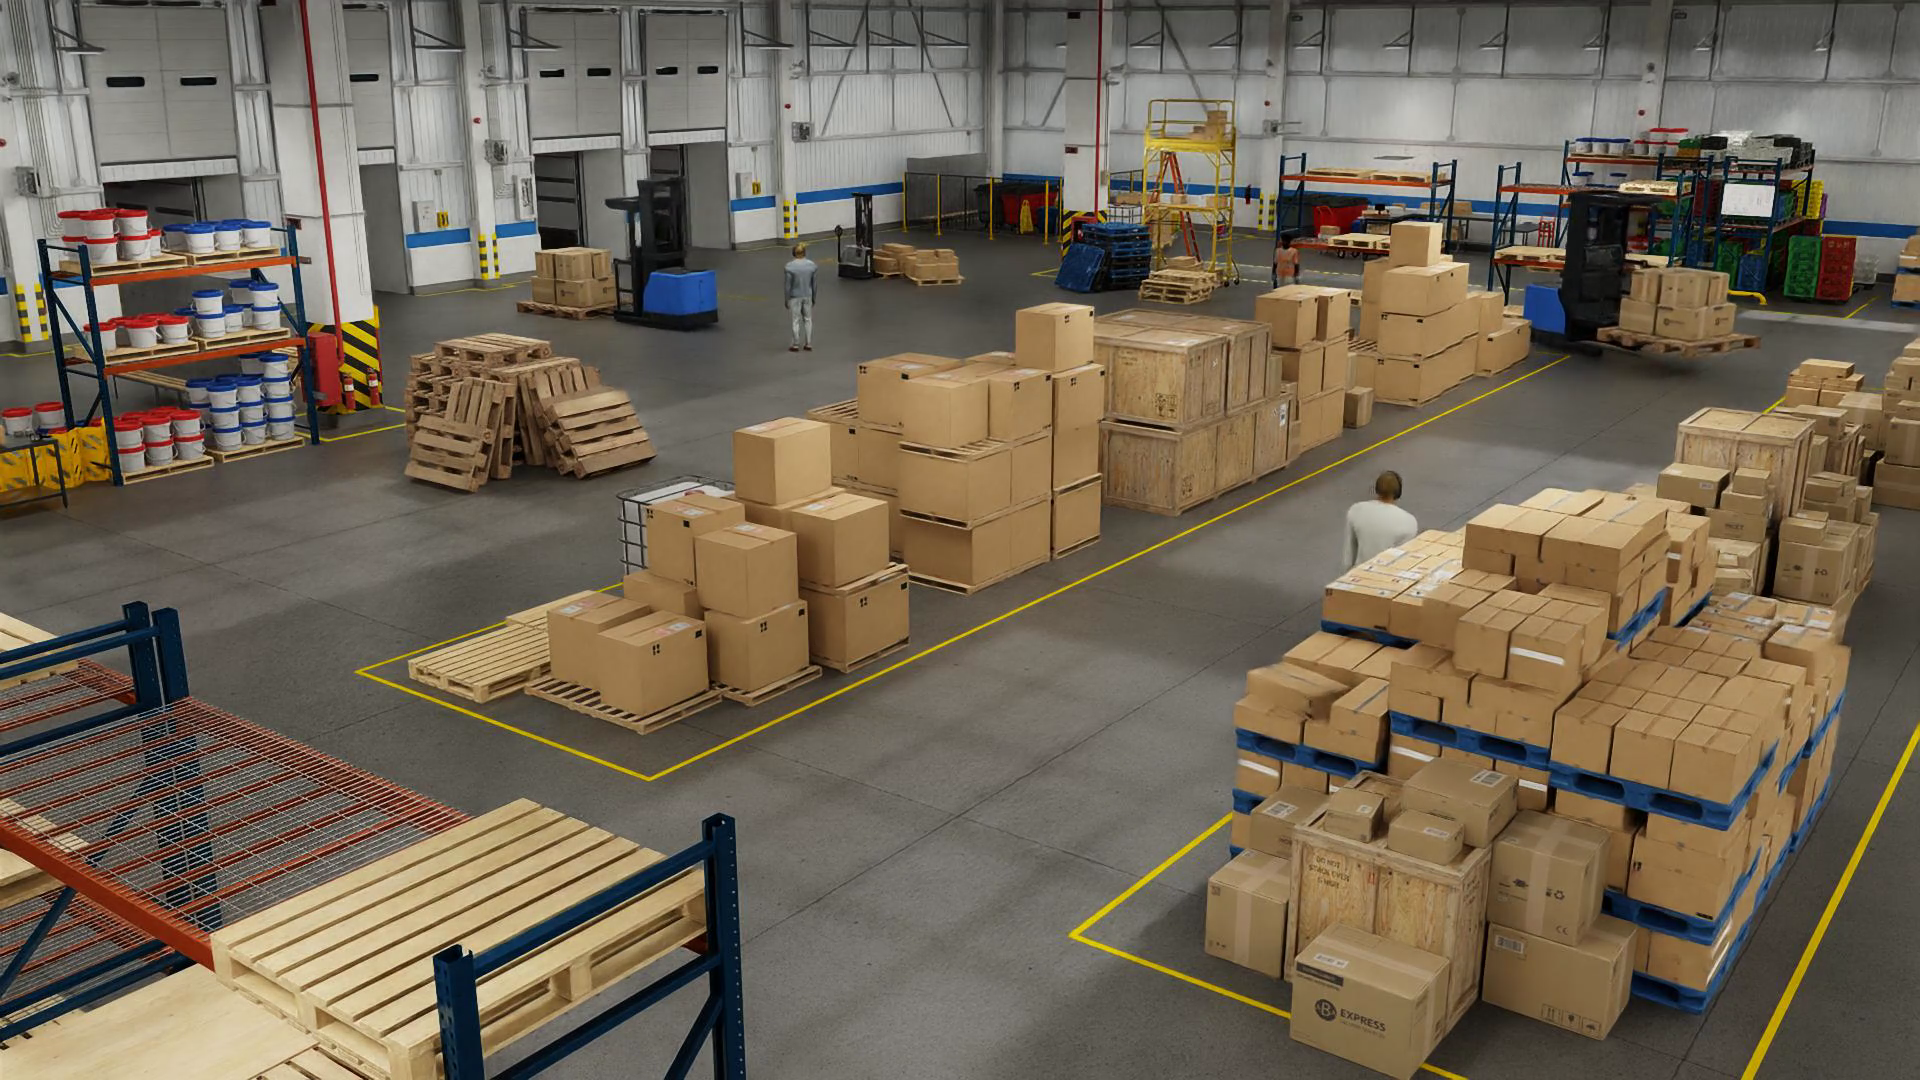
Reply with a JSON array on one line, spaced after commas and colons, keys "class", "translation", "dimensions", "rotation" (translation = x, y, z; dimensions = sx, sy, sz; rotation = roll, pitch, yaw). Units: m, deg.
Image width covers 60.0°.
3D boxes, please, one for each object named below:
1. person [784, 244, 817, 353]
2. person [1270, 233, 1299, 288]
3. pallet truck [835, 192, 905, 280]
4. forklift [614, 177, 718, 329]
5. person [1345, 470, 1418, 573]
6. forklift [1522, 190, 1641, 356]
[{"class": "person", "translation": [-2.842, -4.309, 29.670], "dimensions": [0.634, 1.930, 0.384], "rotation": [-10, 19, -29]}, {"class": "person", "translation": [6.501, -5.320, 33.418], "dimensions": [0.549, 1.678, 0.475], "rotation": [14, 21, 38]}, {"class": "pallet truck", "translation": [-1.936, -7.159, 38.982], "dimensions": [1.885, 1.965, 0.823], "rotation": [-12, 21, -34]}, {"class": "forklift", "translation": [-5.767, -5.625, 32.400], "dimensions": [1.873, 2.768, 1.129], "rotation": [12, 21, 35]}, {"class": "person", "translation": [3.579, 0.342, 14.264], "dimensions": [0.642, 1.925, 0.669], "rotation": [11, 20, 32]}, {"class": "forklift", "translation": [11.232, -4.863, 29.877], "dimensions": [1.129, 2.768, 1.873], "rotation": [-9, 19, -28]}]
